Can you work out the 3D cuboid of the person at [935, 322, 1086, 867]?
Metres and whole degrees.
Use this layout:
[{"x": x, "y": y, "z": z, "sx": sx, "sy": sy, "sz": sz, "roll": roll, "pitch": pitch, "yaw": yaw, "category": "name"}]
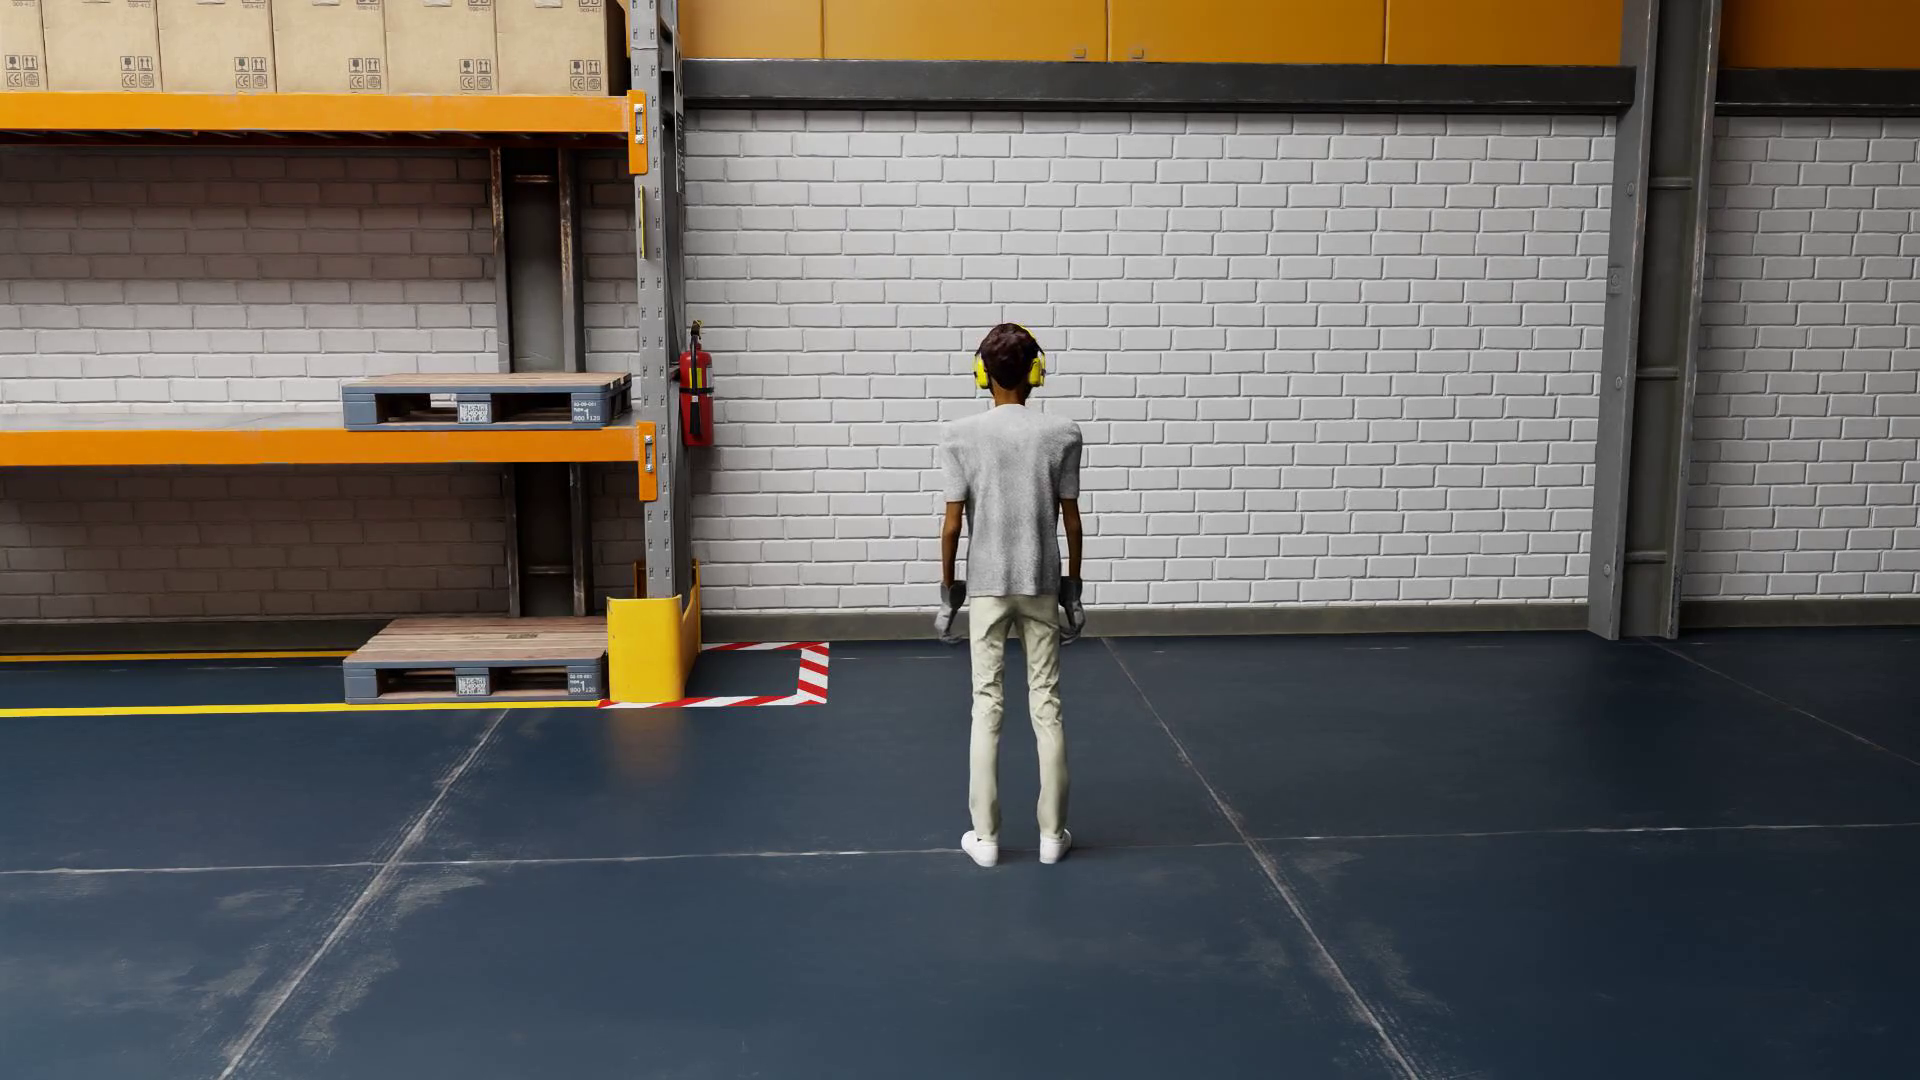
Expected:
[{"x": 0.176, "y": 0.193, "z": 5.704, "sx": 0.518, "sy": 1.865, "sz": 0.330, "roll": 0, "pitch": 9, "yaw": -2, "category": "person"}]
